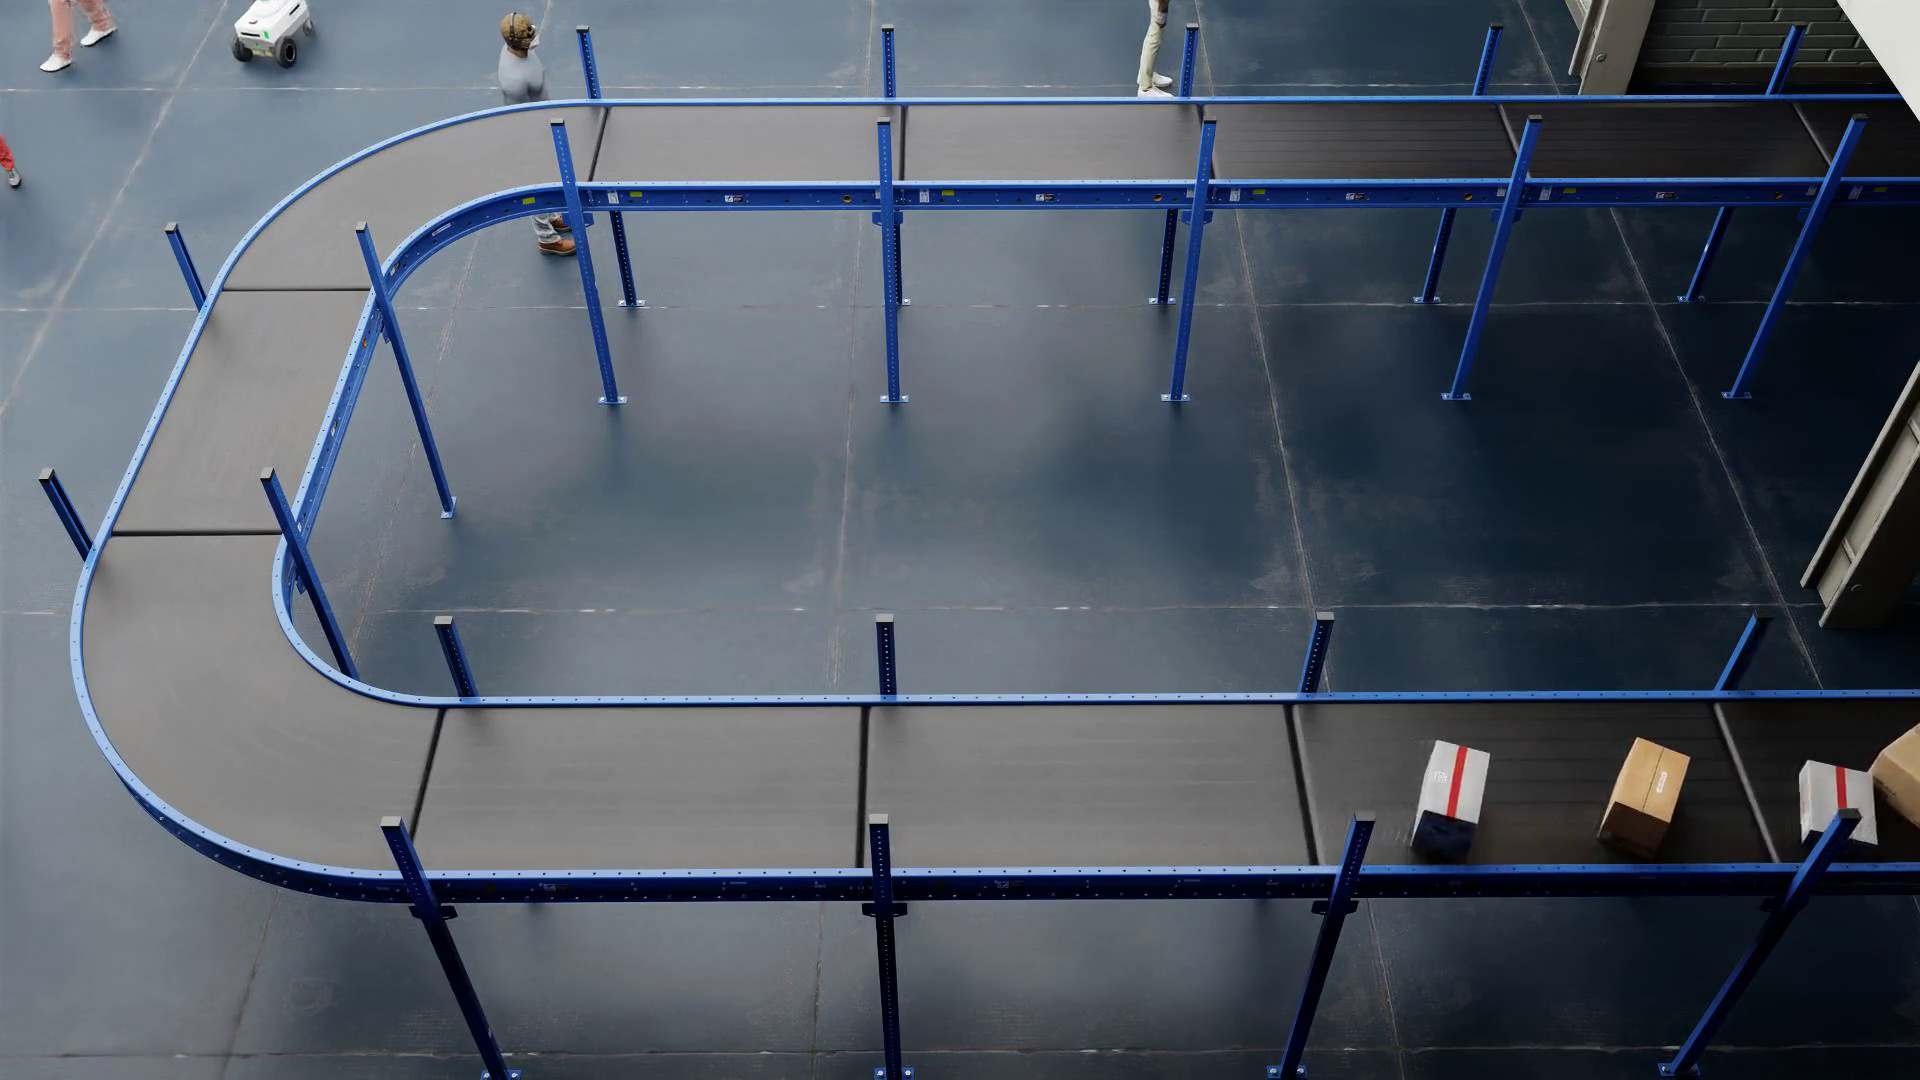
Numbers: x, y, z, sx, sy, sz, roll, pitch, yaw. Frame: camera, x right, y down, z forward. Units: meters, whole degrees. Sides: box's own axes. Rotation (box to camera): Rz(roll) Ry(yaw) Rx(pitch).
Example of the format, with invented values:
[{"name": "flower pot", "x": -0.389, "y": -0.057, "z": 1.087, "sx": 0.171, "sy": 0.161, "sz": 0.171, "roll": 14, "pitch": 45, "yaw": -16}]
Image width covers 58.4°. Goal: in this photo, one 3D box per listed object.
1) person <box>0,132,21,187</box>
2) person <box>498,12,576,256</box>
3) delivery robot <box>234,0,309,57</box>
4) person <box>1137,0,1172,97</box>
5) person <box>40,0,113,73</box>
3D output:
[{"name": "person", "x": -7.830, "y": -3.503, "z": 13.339, "sx": 0.534, "sy": 1.767, "sz": 0.318, "roll": -12, "pitch": 48, "yaw": -11}, {"name": "person", "x": -3.166, "y": -3.035, "z": 12.785, "sx": 0.378, "sy": 1.940, "sz": 0.628, "roll": -5, "pitch": 47, "yaw": -5}, {"name": "delivery robot", "x": -6.071, "y": -4.611, "z": 15.154, "sx": 0.477, "sy": 0.478, "sz": 0.707, "roll": 10, "pitch": 48, "yaw": 9}, {"name": "person", "x": 1.684, "y": -4.520, "z": 14.227, "sx": 0.323, "sy": 1.865, "sz": 0.517, "roll": 6, "pitch": 47, "yaw": 6}, {"name": "person", "x": -7.870, "y": -4.962, "z": 14.631, "sx": 0.655, "sy": 1.869, "sz": 0.909, "roll": 29, "pitch": 54, "yaw": 25}]
